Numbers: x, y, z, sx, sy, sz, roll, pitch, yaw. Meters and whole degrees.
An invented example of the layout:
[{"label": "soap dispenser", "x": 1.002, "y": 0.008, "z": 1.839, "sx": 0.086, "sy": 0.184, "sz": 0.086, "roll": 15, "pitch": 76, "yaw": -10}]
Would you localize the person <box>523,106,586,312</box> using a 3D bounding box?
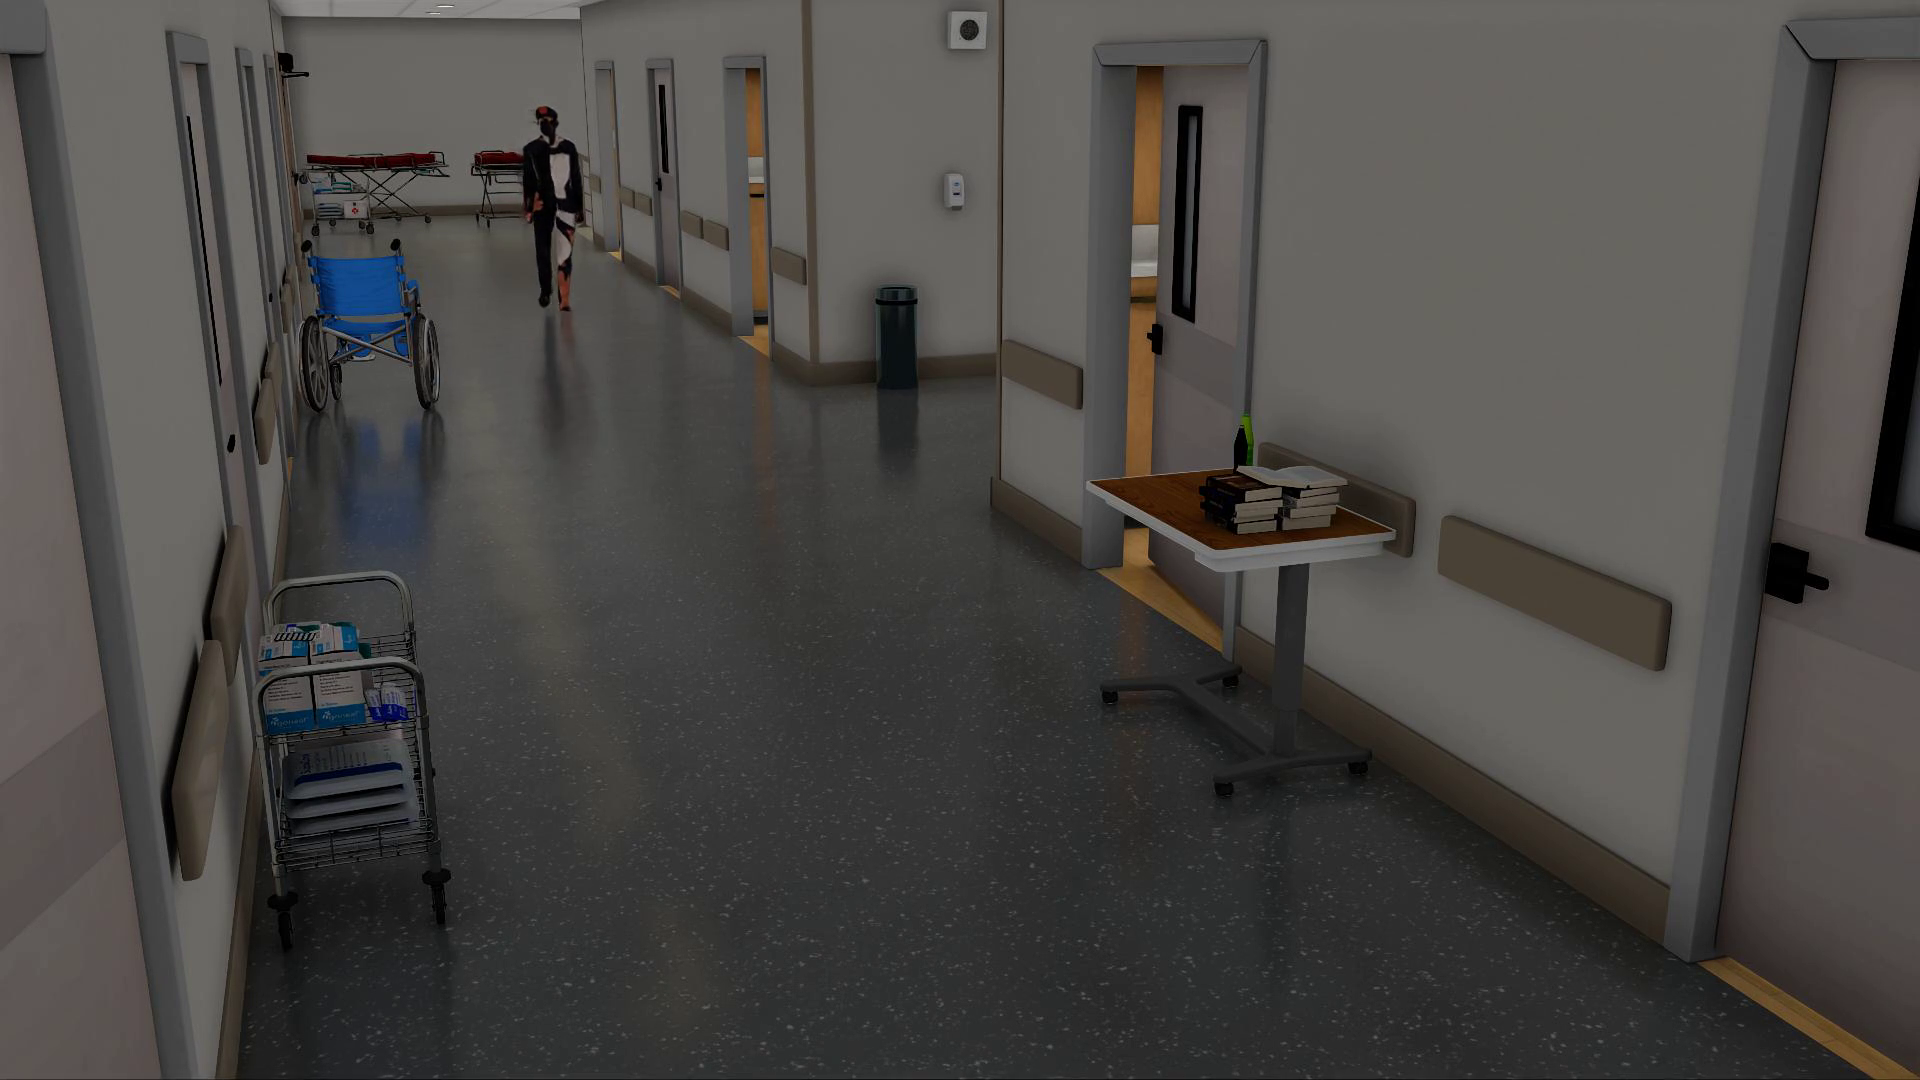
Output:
[{"label": "person", "x": -3.797, "y": -3.098, "z": 15.610, "sx": 0.710, "sy": 1.880, "sz": 0.691, "roll": -5, "pitch": 16, "yaw": -16}]
